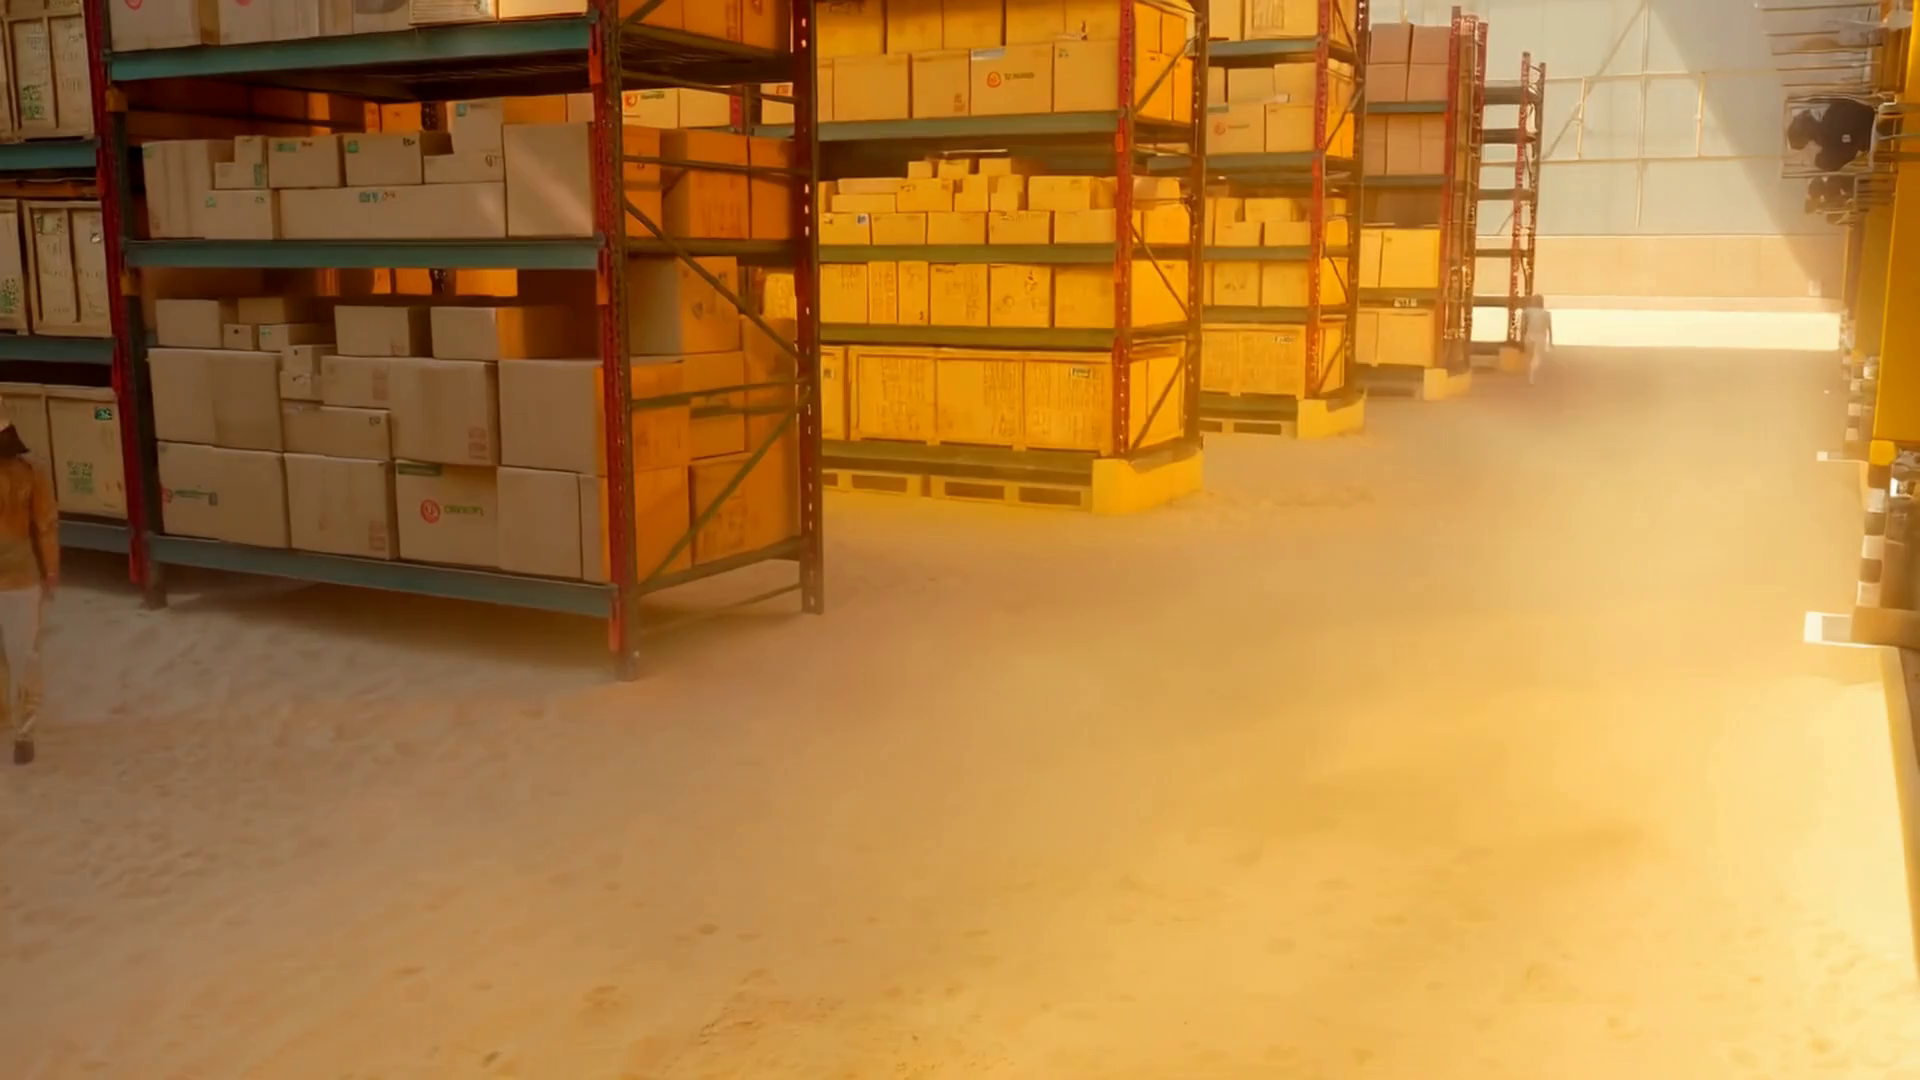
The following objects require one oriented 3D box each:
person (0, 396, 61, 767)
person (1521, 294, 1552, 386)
[{"bbox_3d":[-4.375,0.172,7.578,0.522,1.717,0.512,-4,11,-23],"label":"person"},{"bbox_3d":[10.162,-3.532,29.380,0.527,1.606,0.806,7,12,35],"label":"person"}]
